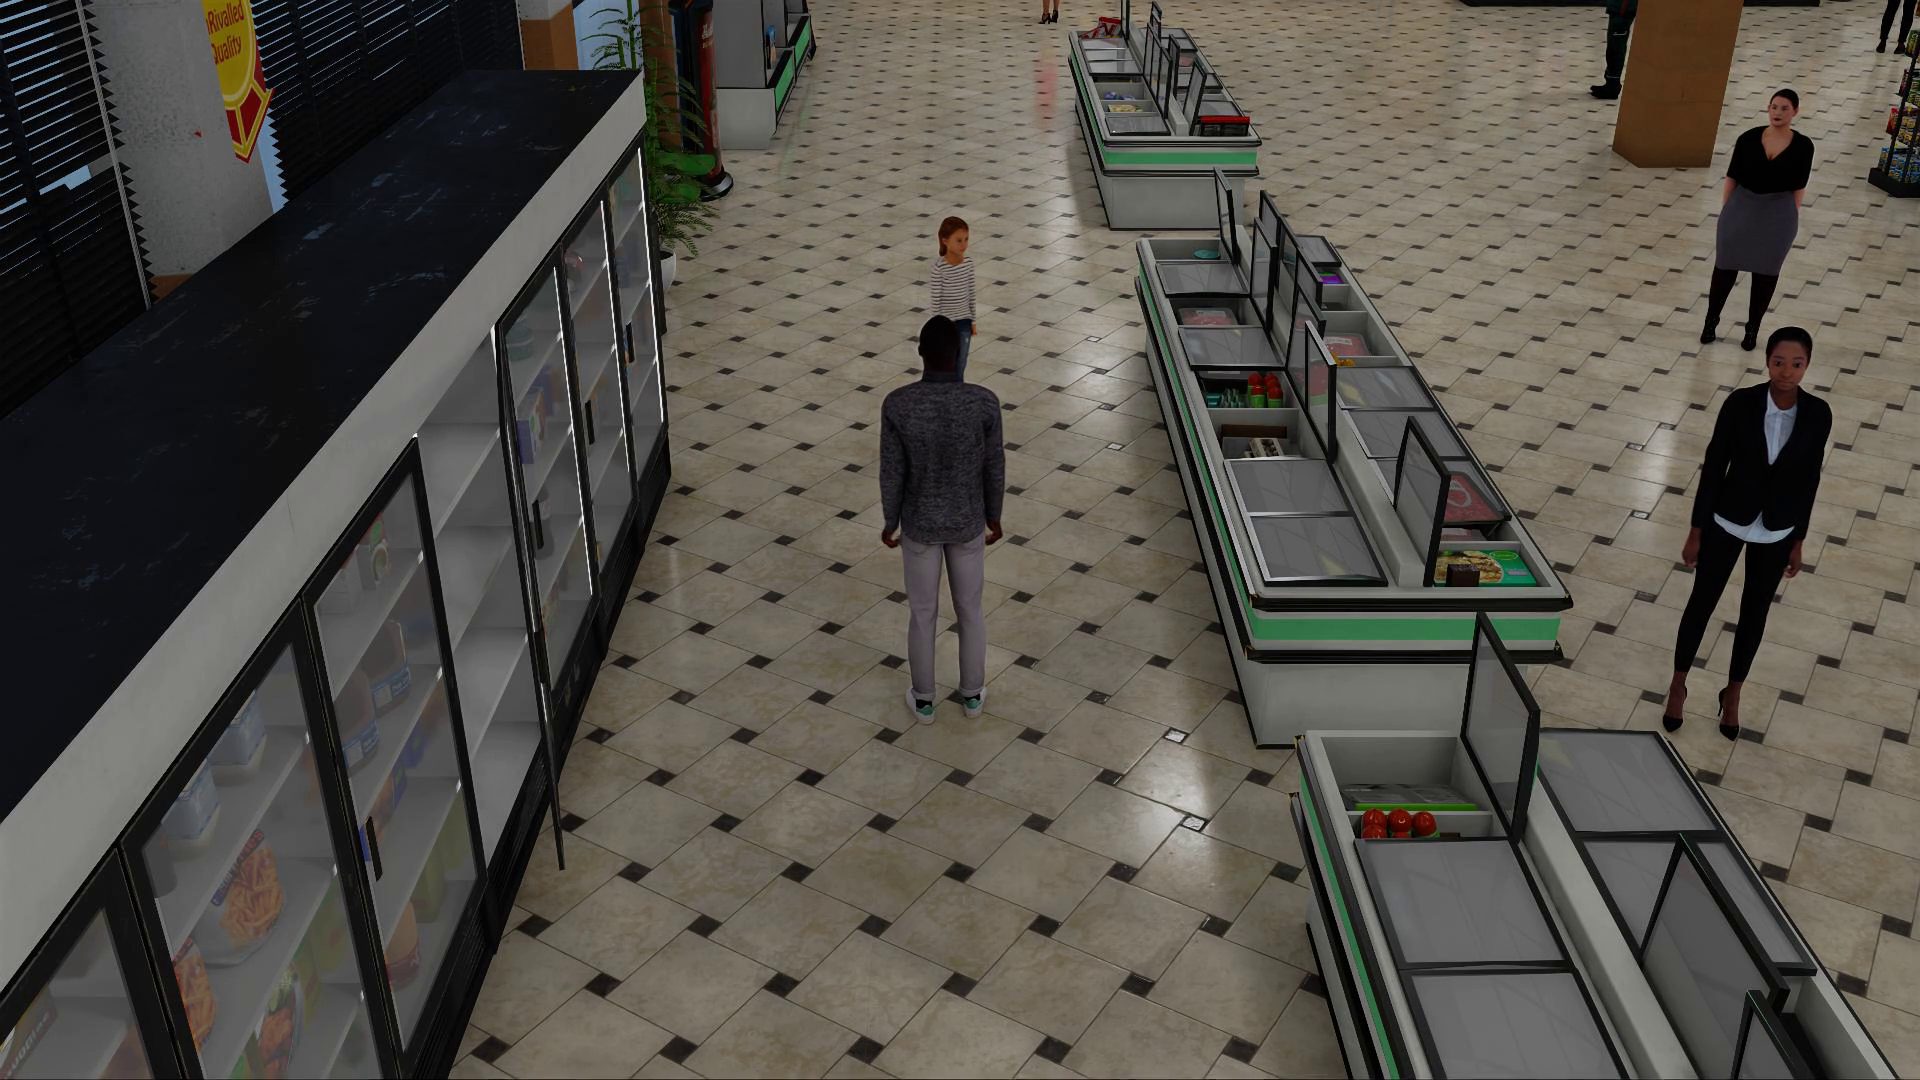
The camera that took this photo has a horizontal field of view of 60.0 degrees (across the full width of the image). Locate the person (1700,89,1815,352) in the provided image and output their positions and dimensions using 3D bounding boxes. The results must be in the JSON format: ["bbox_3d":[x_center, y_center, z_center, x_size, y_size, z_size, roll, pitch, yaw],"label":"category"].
[{"bbox_3d":[5.370,-2.154,11.200,0.771,1.758,0.791,15,31,27],"label":"person"}]

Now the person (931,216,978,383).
[{"bbox_3d":[-0.054,-1.304,10.015,0.561,1.314,0.613,-18,32,-31],"label":"person"}]

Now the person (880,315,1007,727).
[{"bbox_3d":[-0.073,-0.066,6.993,0.700,1.839,0.583,-3,27,-6],"label":"person"}]

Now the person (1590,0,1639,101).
[{"bbox_3d":[7.298,-5.817,18.333,0.820,1.839,0.667,9,28,17],"label":"person"}]

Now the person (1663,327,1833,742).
[{"bbox_3d":[3.250,-0.003,6.874,0.665,1.834,0.616,8,28,15],"label":"person"}]

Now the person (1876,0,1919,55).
[{"bbox_3d":[11.799,-7.005,20.697,0.750,1.820,0.769,18,32,31],"label":"person"}]

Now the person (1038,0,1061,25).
[{"bbox_3d":[1.224,-7.930,22.621,0.661,1.729,0.713,-22,34,-36],"label":"person"}]
